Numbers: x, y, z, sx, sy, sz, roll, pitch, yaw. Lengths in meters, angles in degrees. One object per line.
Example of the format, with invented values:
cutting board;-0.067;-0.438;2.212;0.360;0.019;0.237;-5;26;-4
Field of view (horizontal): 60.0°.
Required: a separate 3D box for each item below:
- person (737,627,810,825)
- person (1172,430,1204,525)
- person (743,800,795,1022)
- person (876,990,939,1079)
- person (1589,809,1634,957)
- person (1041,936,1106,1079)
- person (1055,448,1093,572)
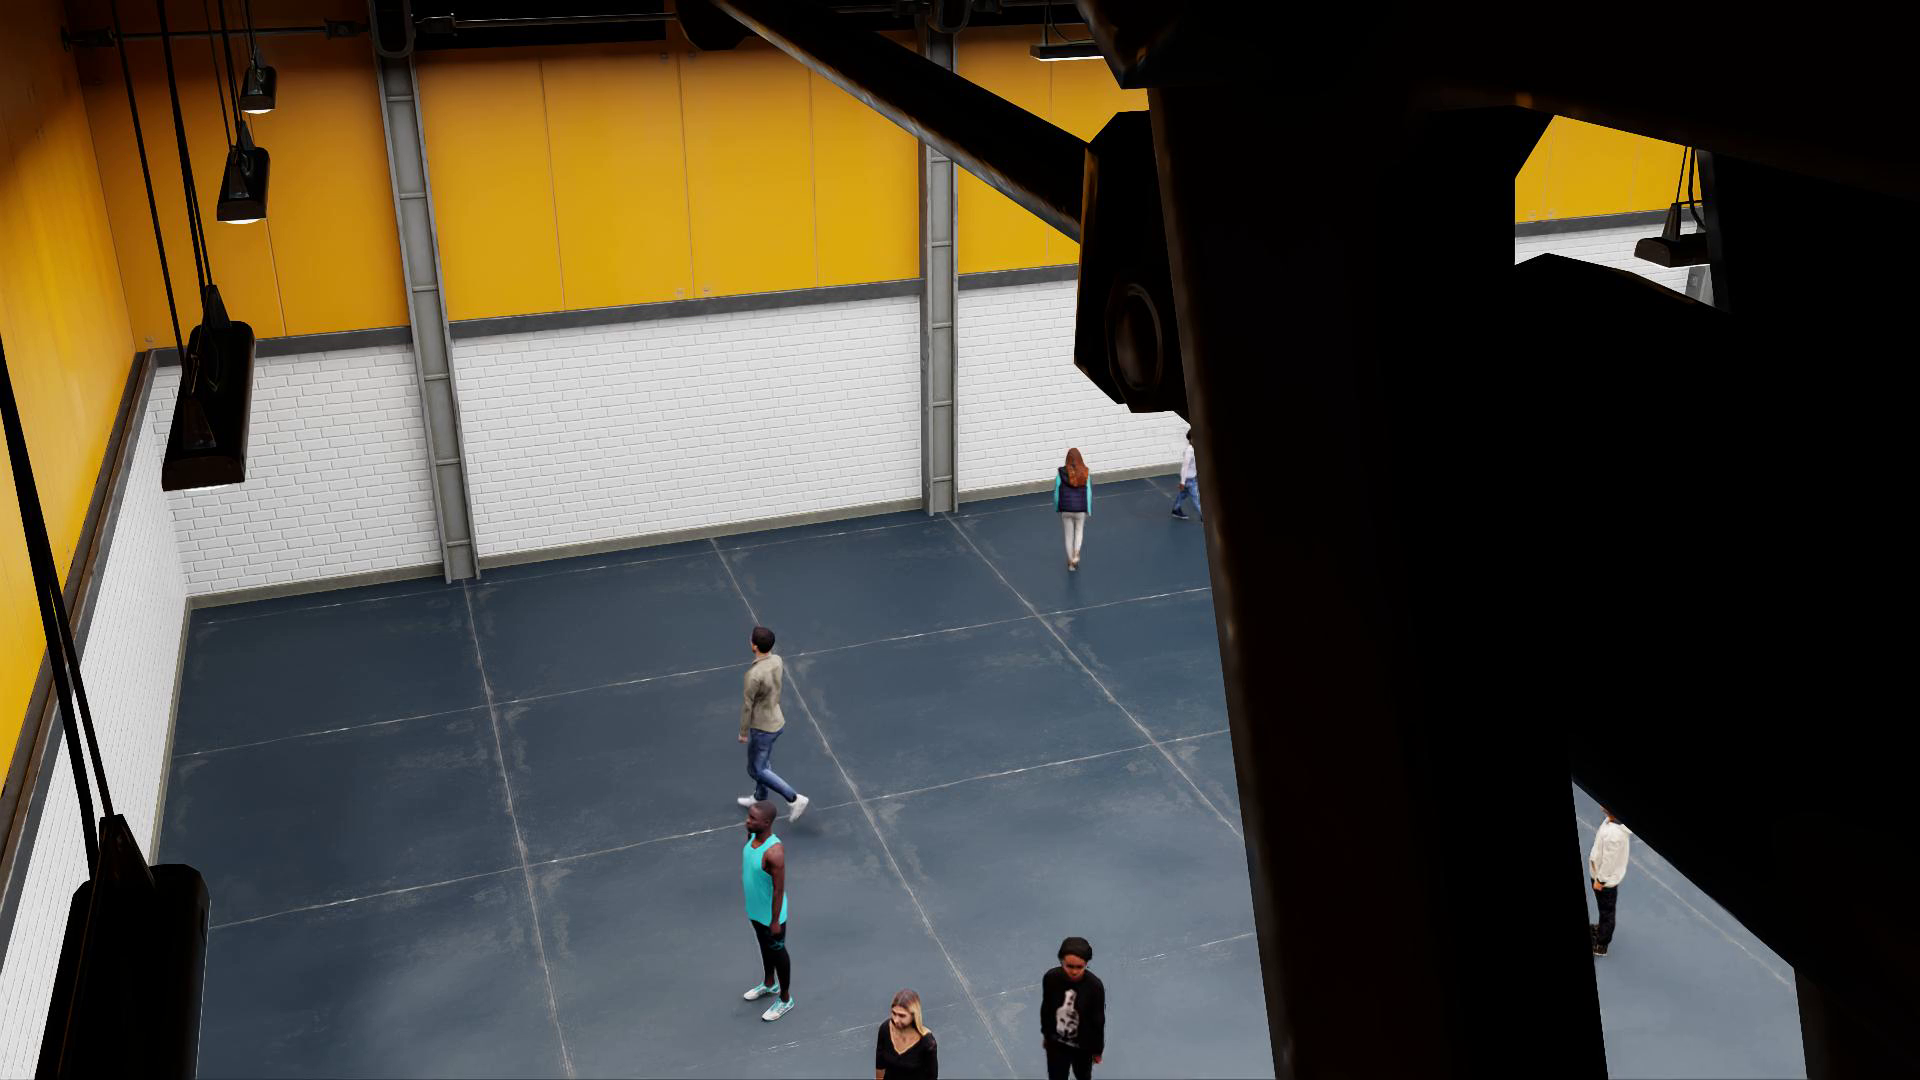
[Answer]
person;-1.663;1.650;14.604;1.137;1.849;1.061;10;25;21
person;2.860;-0.819;21.029;0.885;1.227;0.828;11;26;23
person;-1.408;2.698;12.254;0.579;1.811;0.641;-14;27;-29
person;-0.327;3.534;10.513;0.602;1.675;0.669;10;25;21
person;5.072;2.575;12.983;0.704;1.453;0.642;11;26;24
person;0.763;3.289;11.113;1.101;1.642;1.061;6;24;14
person;1.333;-0.345;19.618;0.764;1.490;0.786;1;24;2
